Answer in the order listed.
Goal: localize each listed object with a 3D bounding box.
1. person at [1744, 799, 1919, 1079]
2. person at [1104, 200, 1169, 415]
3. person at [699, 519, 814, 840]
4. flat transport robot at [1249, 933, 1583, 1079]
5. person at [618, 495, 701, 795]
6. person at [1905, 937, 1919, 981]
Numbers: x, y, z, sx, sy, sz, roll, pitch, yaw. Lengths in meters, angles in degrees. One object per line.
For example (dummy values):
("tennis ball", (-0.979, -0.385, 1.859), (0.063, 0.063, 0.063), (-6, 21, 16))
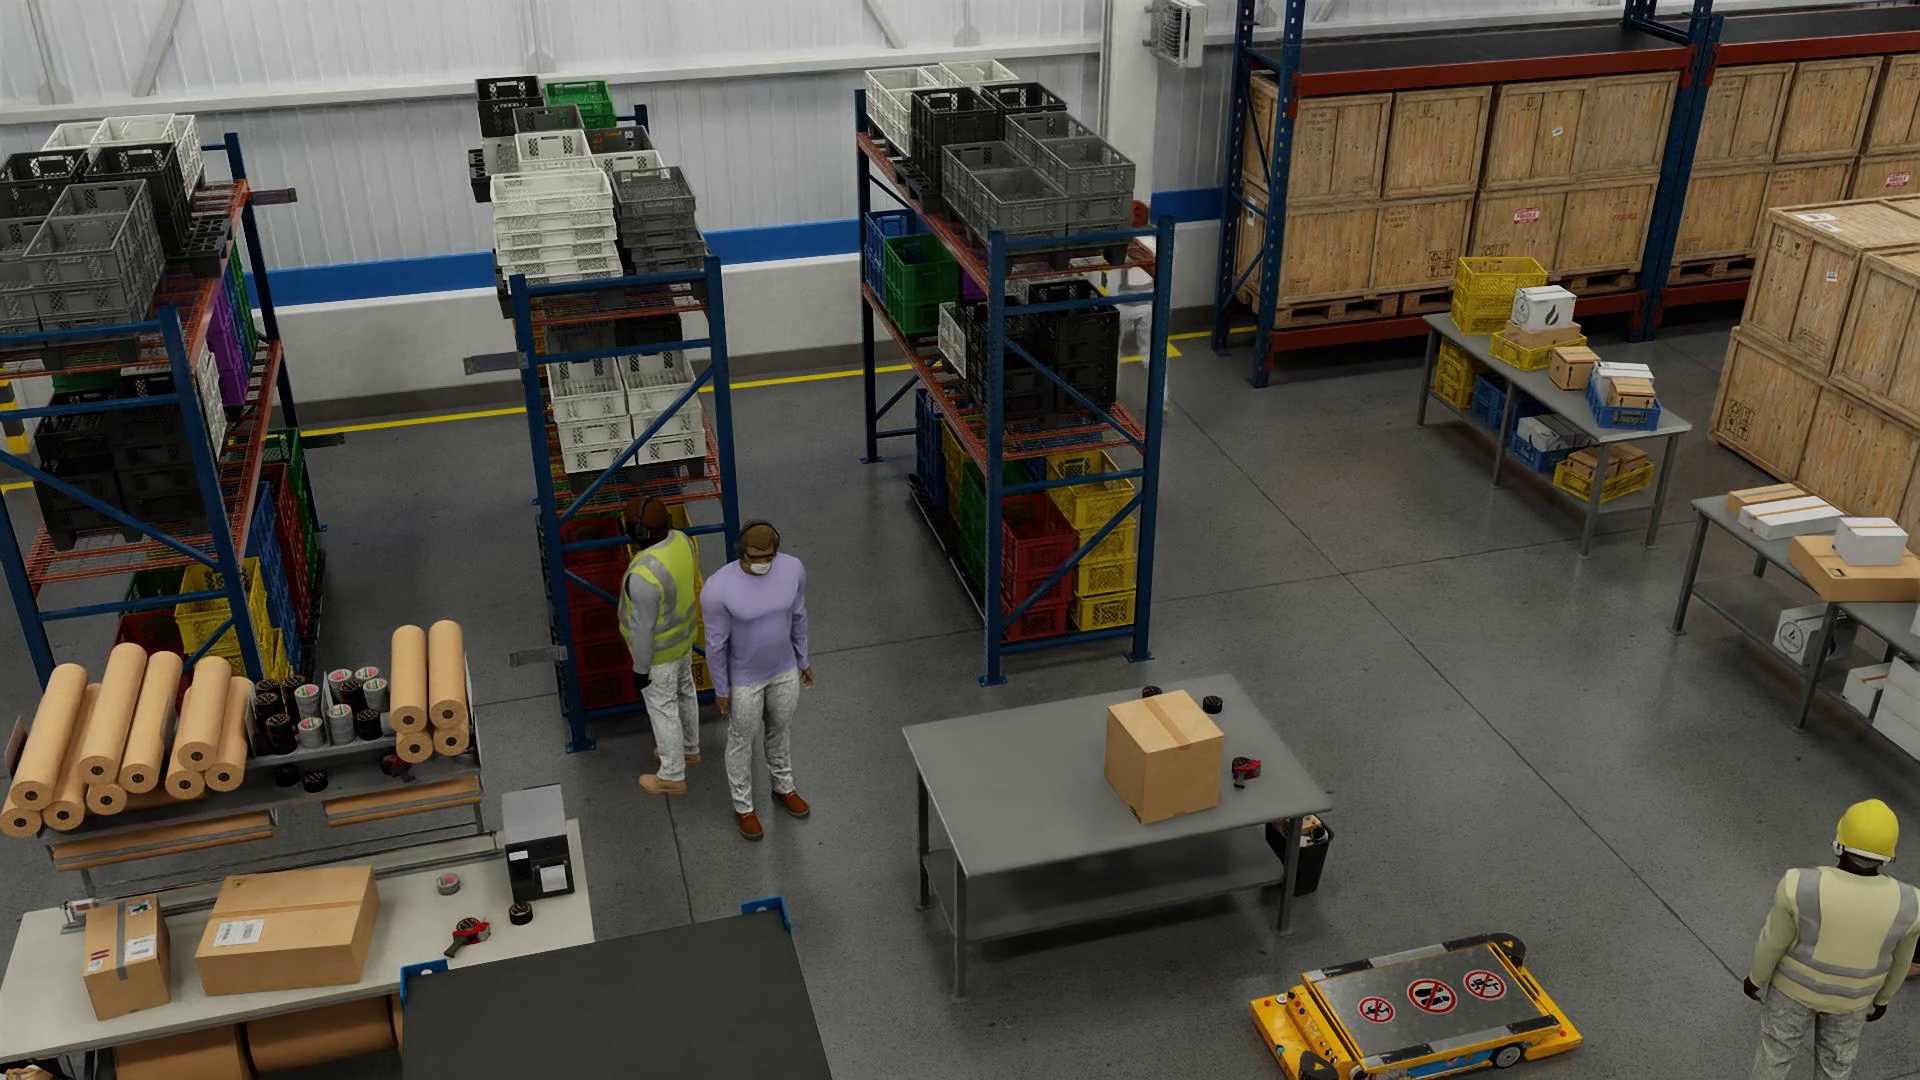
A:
("person", (3.685, 1.873, 7.114), (0.589, 1.834, 0.403), (7, 30, 12))
("person", (1.483, -1.949, 14.051), (0.575, 1.859, 0.923), (-10, 30, -18))
("person", (-1.082, 0.730, 9.092), (0.627, 1.933, 0.371), (-19, 34, -31))
("flat transport robot", (2.184, 2.282, 7.980), (1.431, 0.197, 0.652), (-8, 30, -14))
("person", (-1.706, 0.584, 9.466), (0.429, 1.837, 0.629), (6, 29, 12))
("person", (4.851, 1.528, 7.881), (0.318, 1.696, 0.537), (0, 29, 1))
